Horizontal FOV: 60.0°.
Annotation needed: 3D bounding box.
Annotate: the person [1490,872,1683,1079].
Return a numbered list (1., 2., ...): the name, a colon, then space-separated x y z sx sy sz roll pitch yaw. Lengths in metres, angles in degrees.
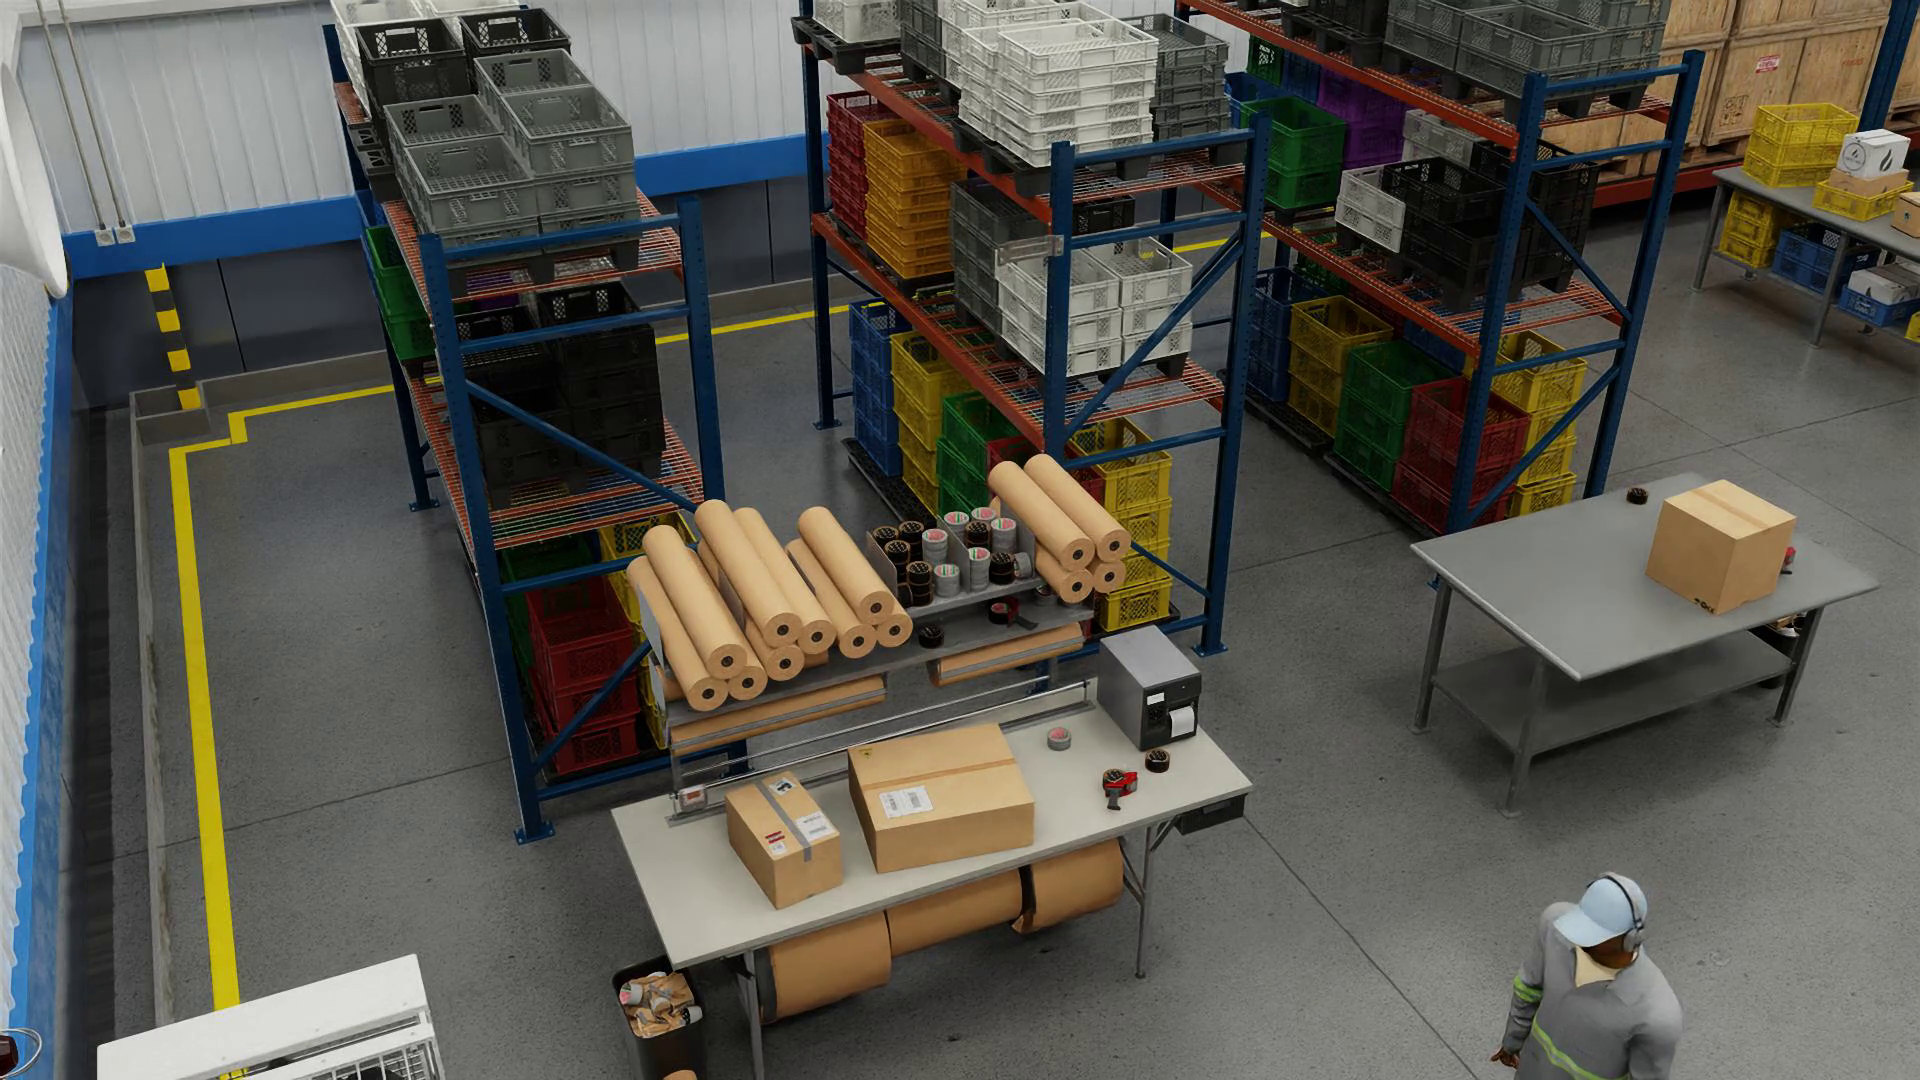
1. person: 1.996 1.815 5.512 0.392 1.850 0.598 -14 34 -21
